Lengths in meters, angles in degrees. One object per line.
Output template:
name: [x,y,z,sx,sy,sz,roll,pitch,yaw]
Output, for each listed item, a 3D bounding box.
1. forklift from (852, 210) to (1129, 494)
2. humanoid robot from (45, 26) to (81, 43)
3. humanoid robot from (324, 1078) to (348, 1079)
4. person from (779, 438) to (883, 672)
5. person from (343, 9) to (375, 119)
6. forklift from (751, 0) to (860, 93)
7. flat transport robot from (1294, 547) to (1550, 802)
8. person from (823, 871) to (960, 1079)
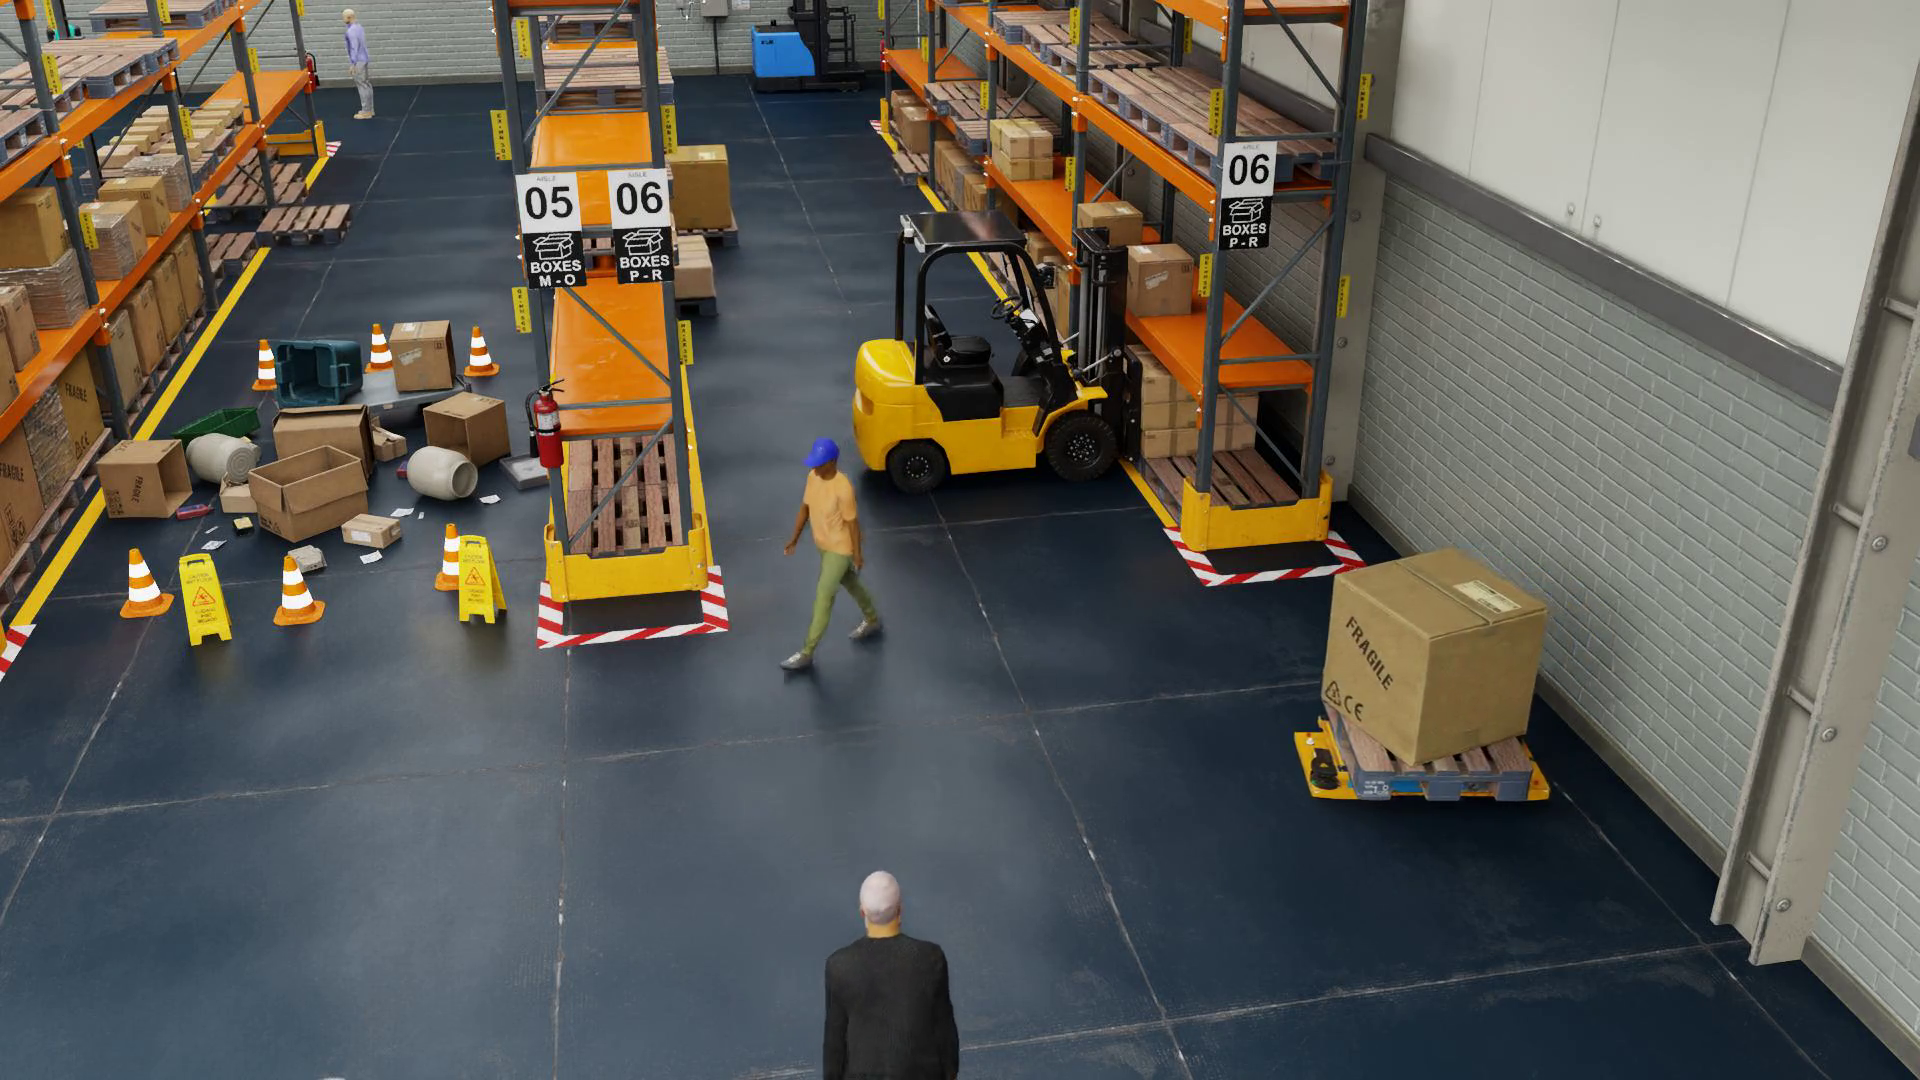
forklift: [0.216,-1.659,14.366,2.313,2.155,1.214,-5,26,-10]
humanoid robot: [-15.023,-7.957,27.998,0.535,1.730,1.032,-21,33,-37]
humanoid robot: [-2.309,2.663,5.838,0.686,1.757,0.533,-6,26,-13]
person: [-0.881,0.046,11.417,0.937,1.657,0.441,-18,31,-33]
person: [-10.167,-8.060,28.152,0.395,1.797,0.585,-1,26,-2]
forklift: [-2.872,-9.679,30.288,1.873,2.768,1.129,-5,26,-10]
flat transport robot: [2.846,1.354,10.308,1.431,0.231,0.659,0,26,1]
person: [-0.274,2.211,6.740,0.557,1.820,0.780,-1,26,-1]
